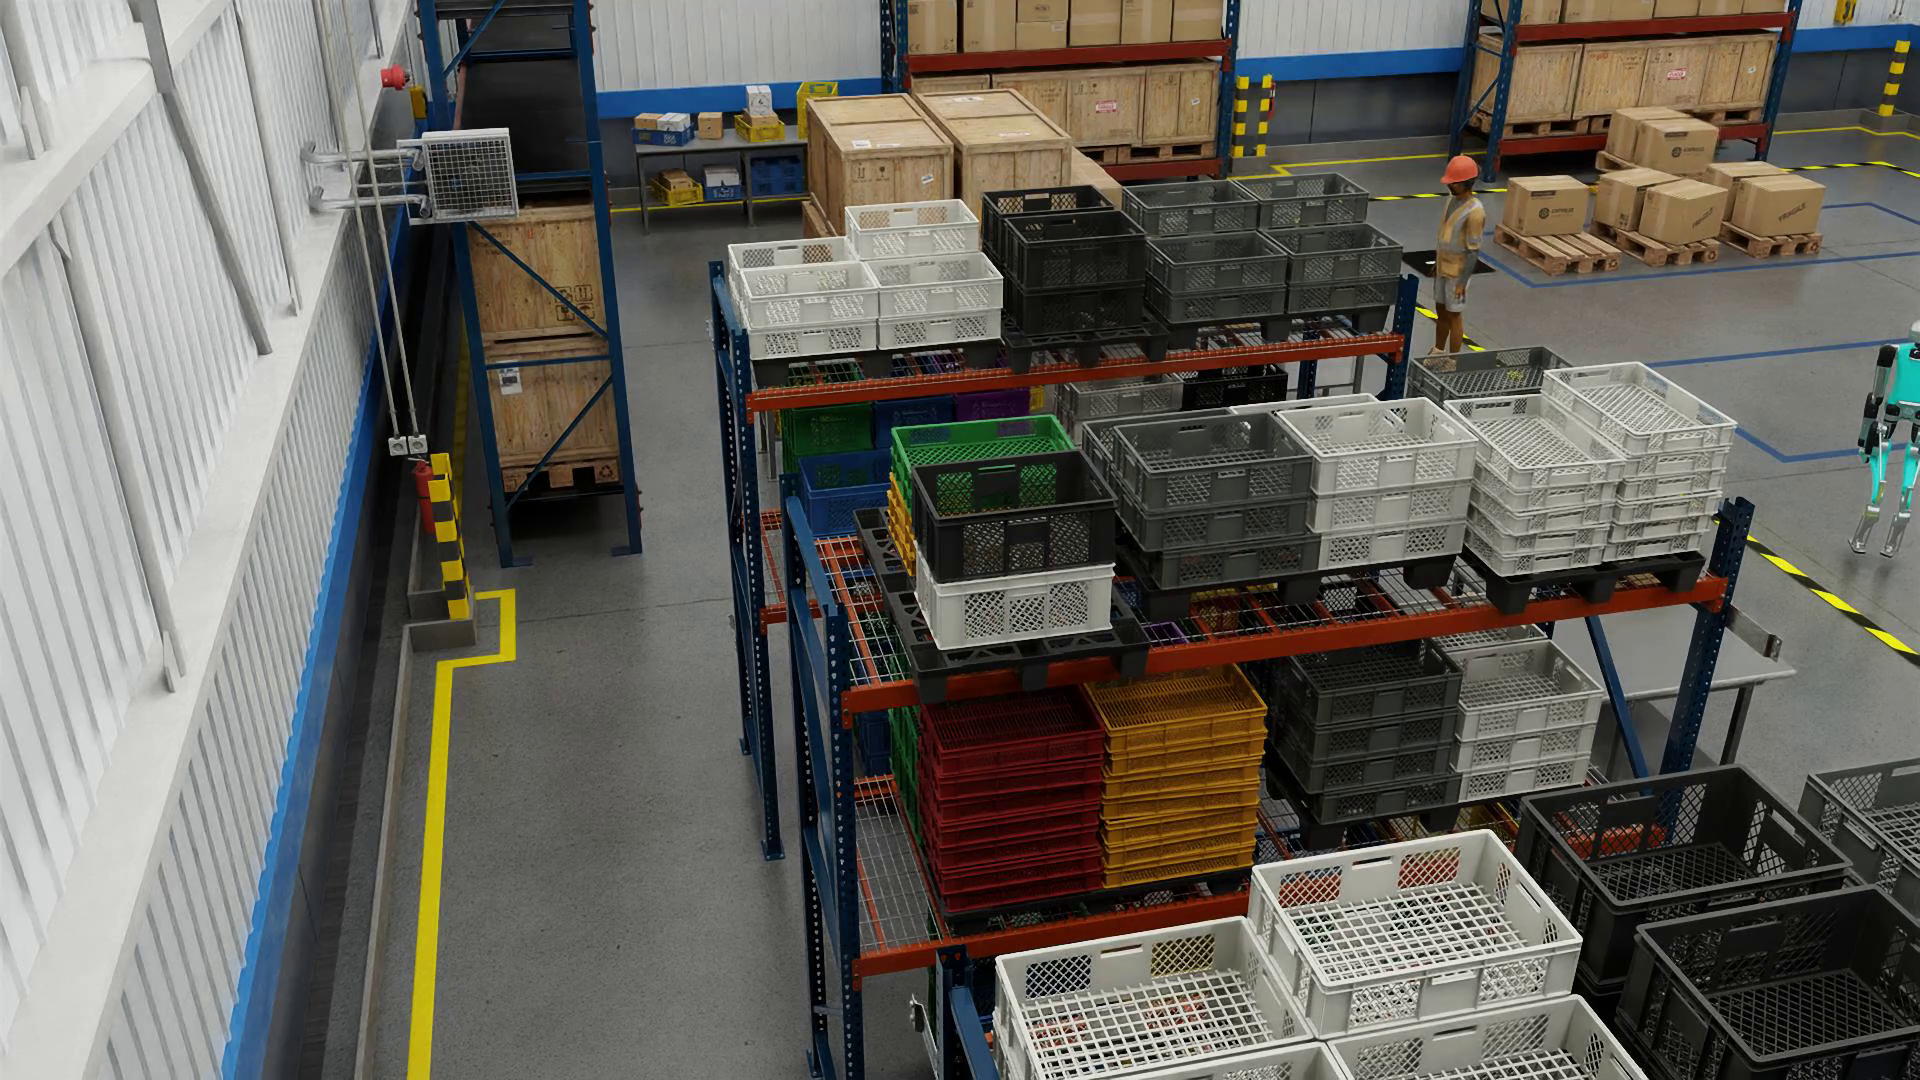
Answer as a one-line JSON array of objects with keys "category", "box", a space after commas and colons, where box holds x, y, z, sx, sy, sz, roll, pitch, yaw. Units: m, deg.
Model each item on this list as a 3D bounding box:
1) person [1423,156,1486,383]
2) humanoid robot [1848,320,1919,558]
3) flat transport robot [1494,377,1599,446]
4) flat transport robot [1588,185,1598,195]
[{"category": "person", "box": [4.328, -2.386, 14.684, 0.383, 2.034, 0.603, -4, 28, -8]}, {"category": "humanoid robot", "box": [6.519, -0.635, 11.533, 0.533, 1.677, 0.735, 13, 30, 23]}, {"category": "flat transport robot", "box": [4.780, -1.036, 14.013, 0.659, 0.231, 1.431, -6, 28, -12]}, {"category": "flat transport robot", "box": [8.401, -4.279, 20.135, 1.431, 0.197, 0.652, -6, 28, -12]}]
